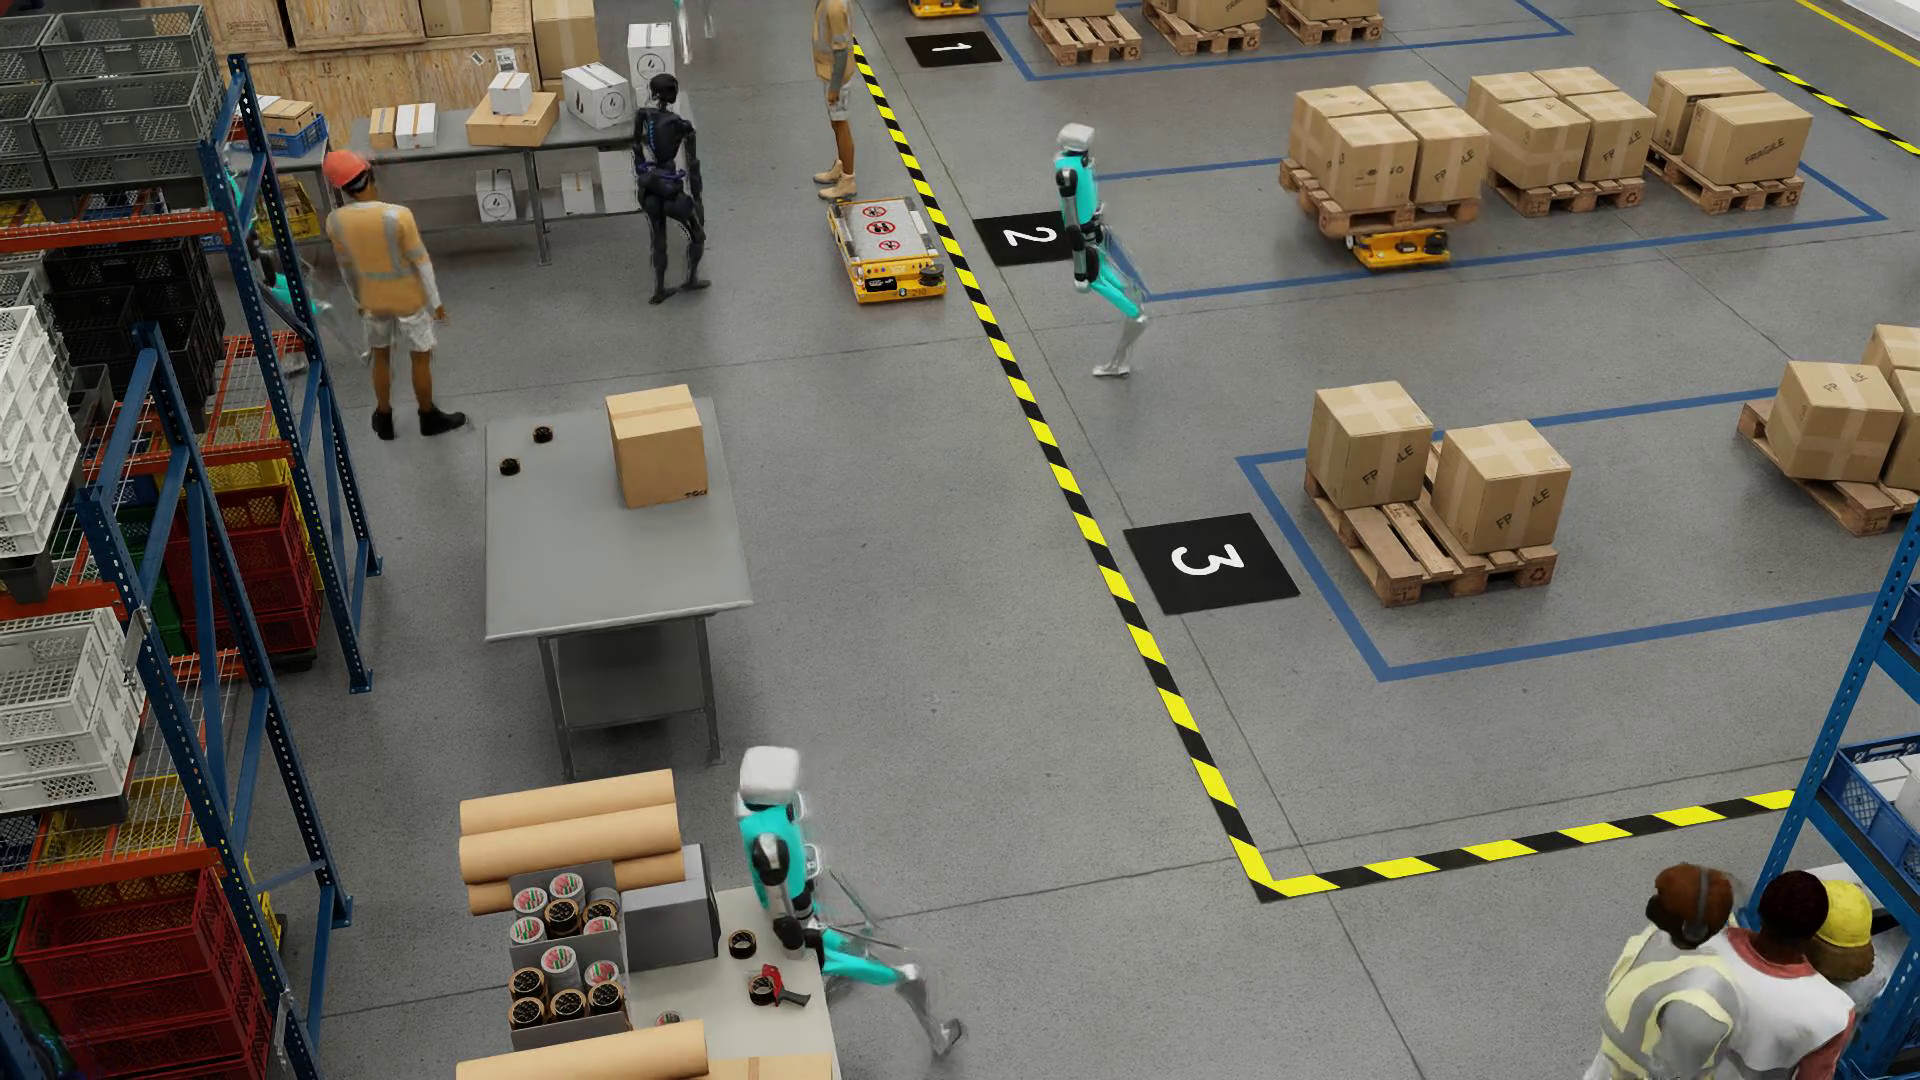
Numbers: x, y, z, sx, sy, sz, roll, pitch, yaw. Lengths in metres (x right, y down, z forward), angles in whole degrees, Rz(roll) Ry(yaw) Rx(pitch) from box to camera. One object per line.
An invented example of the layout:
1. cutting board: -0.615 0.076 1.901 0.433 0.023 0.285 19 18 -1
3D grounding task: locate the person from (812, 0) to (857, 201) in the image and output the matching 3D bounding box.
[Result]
1. person: -1.010 -3.670 13.003 0.378 2.041 0.610 -5 37 -7

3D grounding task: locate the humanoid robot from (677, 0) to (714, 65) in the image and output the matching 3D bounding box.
1. humanoid robot: -2.557 -5.478 15.704 0.543 1.769 0.946 3 37 3

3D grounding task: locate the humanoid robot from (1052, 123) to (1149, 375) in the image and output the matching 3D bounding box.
1. humanoid robot: 0.981 -1.787 10.764 0.815 1.811 0.536 8 37 11

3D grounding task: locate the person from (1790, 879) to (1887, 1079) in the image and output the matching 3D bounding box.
1. person: 2.861 1.840 5.845 0.491 1.740 0.321 -10 38 -13

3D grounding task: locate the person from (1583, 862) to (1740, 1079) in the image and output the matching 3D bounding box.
1. person: 2.523 1.822 5.808 0.734 1.821 0.636 9 38 13

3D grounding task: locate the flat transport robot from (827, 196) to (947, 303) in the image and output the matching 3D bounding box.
1. flat transport robot: -0.570 -2.220 12.538 0.659 0.231 1.431 -8 37 -10

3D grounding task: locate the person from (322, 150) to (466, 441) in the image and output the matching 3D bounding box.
1. person: -3.498 -1.453 10.150 0.668 1.893 0.368 6 37 9

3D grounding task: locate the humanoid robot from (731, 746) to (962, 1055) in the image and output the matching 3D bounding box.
1. humanoid robot: -0.353 1.447 6.408 0.937 1.778 0.556 -6 37 -8

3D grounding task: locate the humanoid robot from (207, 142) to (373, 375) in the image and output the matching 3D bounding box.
1. humanoid robot: -4.332 -1.805 10.796 0.883 1.839 0.558 -21 41 -25

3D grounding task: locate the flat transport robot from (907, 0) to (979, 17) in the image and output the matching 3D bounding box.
1. flat transport robot: -0.276 -5.783 17.302 0.652 0.197 1.431 -8 37 -10

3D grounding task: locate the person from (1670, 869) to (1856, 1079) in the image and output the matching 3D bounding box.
1. person: 2.604 1.838 5.700 0.589 1.922 0.393 26 44 30

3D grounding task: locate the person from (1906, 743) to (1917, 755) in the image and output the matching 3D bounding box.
1. person: 4.459 0.738 7.235 0.398 1.851 0.593 -5 37 -7

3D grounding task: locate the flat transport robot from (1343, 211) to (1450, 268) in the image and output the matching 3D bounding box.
1. flat transport robot: 3.207 -2.547 12.953 0.652 0.197 1.431 -8 37 -10

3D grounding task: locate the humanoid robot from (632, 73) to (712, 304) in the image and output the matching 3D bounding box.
1. humanoid robot: -2.060 -2.474 11.708 0.591 1.641 0.525 19 41 24

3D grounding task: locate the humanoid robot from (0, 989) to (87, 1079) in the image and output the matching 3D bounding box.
1. humanoid robot: -3.109 2.076 5.596 0.630 1.637 0.609 -15 39 -19
